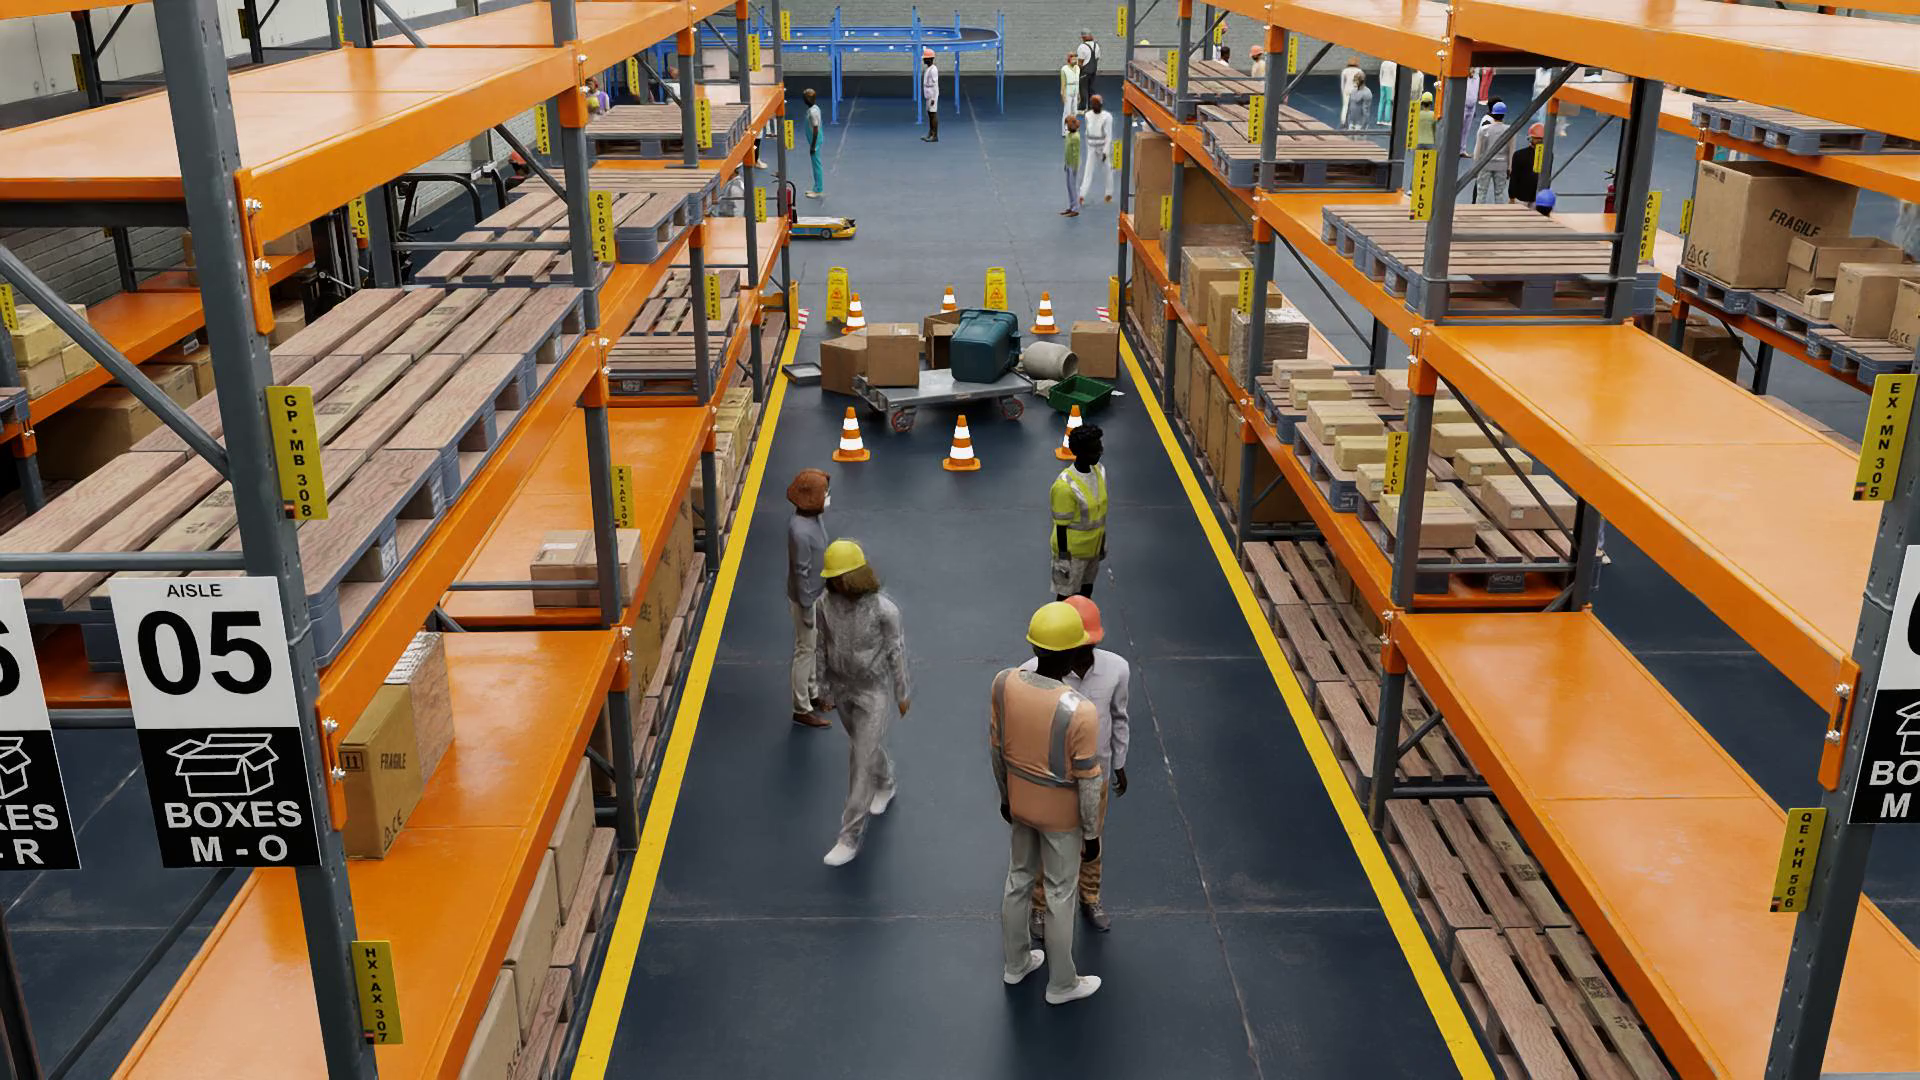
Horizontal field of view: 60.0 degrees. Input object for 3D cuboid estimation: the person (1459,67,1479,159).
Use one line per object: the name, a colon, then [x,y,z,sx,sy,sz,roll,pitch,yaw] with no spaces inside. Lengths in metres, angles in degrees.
person: [10.111,-8.592,33.252,0.649,1.906,0.401,-14,25,-32]

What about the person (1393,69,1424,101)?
person: [9.687,-9.549,35.960,0.606,1.781,0.877,-7,22,-18]

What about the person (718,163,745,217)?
person: [-2.882,-4.021,21.271,0.403,1.830,0.600,-2,21,-6]

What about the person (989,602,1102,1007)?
person: [0.395,1.174,7.408,0.589,1.927,0.369,18,27,39]

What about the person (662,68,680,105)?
person: [-6.075,-9.180,35.229,0.848,1.586,0.538,19,28,41]

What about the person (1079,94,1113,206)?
person: [2.287,-6.536,27.910,0.596,1.821,1.044,15,25,34]

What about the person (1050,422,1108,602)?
person: [0.766,0.055,10.692,0.320,1.693,0.534,14,25,33]

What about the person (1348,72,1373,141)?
person: [7.373,-7.687,30.836,0.388,1.929,0.633,-5,21,-14]

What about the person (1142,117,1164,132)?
person: [3.312,-6.670,28.282,0.642,1.827,0.445,-15,25,-34]

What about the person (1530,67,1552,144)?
person: [12.363,-9.325,35.188,0.488,1.905,0.621,-9,23,-23]

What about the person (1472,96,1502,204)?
person: [8.525,-6.229,26.988,0.373,1.917,0.594,8,22,21]

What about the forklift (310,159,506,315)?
forklift: [-5.622,-2.910,17.832,2.313,2.155,1.214,-1,21,-1]

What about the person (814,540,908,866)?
person: [-0.547,0.793,8.749,0.492,1.682,0.917,9,23,23]

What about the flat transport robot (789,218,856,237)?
flat transport robot: [-2.339,-4.806,25.518,1.431,0.197,0.652,1,21,1]

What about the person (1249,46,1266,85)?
person: [6.582,-9.991,36.951,0.437,1.915,0.555,-3,21,-7]

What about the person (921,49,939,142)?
person: [-0.646,-9.544,35.722,0.366,1.939,0.542,-5,21,-14]

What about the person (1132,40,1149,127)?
person: [4.202,-10.495,38.249,0.584,1.928,0.372,-7,22,-19]

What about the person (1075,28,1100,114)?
person: [3.048,-11.453,40.625,0.684,2.000,0.538,-19,28,-41]

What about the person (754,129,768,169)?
person: [-3.882,-8.014,32.016,0.318,1.697,0.533,-2,21,-5]

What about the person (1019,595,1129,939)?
person: [0.538,1.075,7.913,0.572,1.749,0.334,-4,21,-12]

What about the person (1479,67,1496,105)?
person: [13.564,-12.063,42.622,0.524,1.769,0.309,-18,27,-40]

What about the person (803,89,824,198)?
person: [-2.531,-6.842,28.715,0.349,1.843,0.506,-1,21,-3]

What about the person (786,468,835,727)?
person: [-0.897,0.342,10.032,0.291,1.625,0.506,2,21,5]

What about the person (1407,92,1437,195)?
person: [8.056,-6.879,28.914,0.524,1.772,0.301,4,21,10]

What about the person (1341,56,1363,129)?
person: [8.913,-10.211,37.971,0.500,1.595,0.819,9,22,22]

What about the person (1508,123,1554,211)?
person: [7.844,-4.732,22.925,0.611,1.995,0.375,-4,21,-9]

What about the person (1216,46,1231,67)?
person: [5.763,-9.933,36.802,0.411,1.907,0.601,-6,22,-17]

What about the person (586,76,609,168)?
person: [-6.771,-7.709,31.006,0.569,1.840,0.374,6,22,16]

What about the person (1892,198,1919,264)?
person: [13.251,-4.730,23.018,0.665,1.924,0.492,-12,24,-28]

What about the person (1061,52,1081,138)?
person: [2.395,-9.680,36.238,0.407,1.830,0.576,17,27,38]

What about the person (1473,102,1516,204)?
person: [8.278,-5.799,25.832,0.602,1.939,0.418,3,21,9]

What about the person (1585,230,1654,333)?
person: [6.307,-2.121,15.959,0.676,2.000,0.536,-2,21,-4]

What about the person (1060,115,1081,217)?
person: [1.816,-6.063,26.960,0.283,1.627,0.505,-4,21,-12]

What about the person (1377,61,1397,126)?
person: [9.906,-10.466,38.400,0.326,1.767,0.533,-11,23,-26]

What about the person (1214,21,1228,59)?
person: [6.725,-12.406,43.143,0.373,2.044,0.608,1,21,4]
